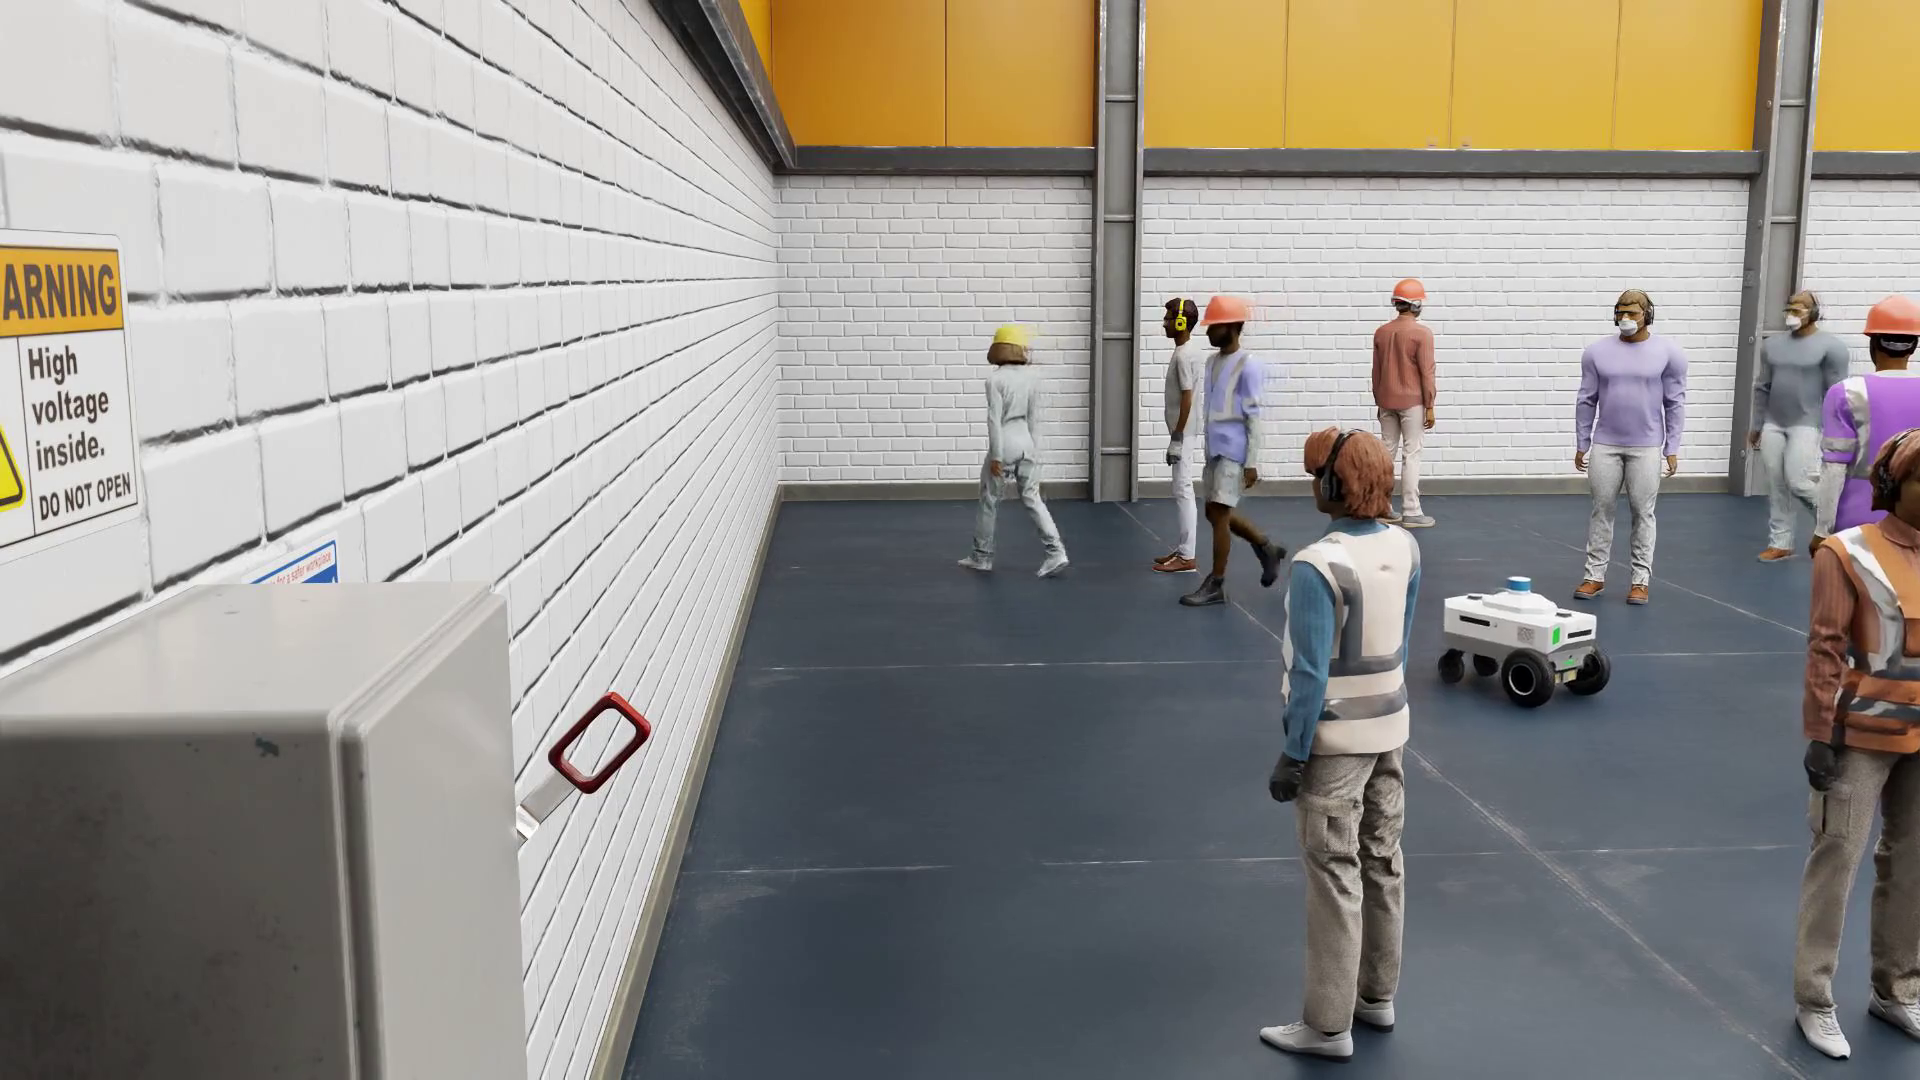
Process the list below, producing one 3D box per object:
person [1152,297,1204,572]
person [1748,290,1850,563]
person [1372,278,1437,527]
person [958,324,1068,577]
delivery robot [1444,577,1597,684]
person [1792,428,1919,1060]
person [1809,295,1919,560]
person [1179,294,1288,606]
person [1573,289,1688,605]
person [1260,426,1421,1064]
[{"bbox_3d":[1.493,-0.711,11.365,0.328,1.870,0.512,2,9,11],"label":"person"},{"bbox_3d":[5.894,-0.790,11.684,0.531,1.922,0.634,-4,10,-26],"label":"person"},{"bbox_3d":[3.584,-1.100,13.403,0.375,1.997,0.611,-6,11,-34],"label":"person"},{"bbox_3d":[0.388,-0.604,11.242,0.494,1.698,0.887,-9,12,-43],"label":"person"},{"bbox_3d":[2.700,0.423,8.061,0.477,0.478,0.707,-6,11,-33],"label":"delivery robot"},{"bbox_3d":[2.425,0.530,4.324,0.524,1.645,0.309,-2,9,-10],"label":"person"},{"bbox_3d":[3.969,-0.082,7.198,0.552,1.935,0.369,1,9,7],"label":"person"},{"bbox_3d":[1.713,-0.552,10.241,0.747,1.918,0.550,-4,10,-22],"label":"person"},{"bbox_3d":[4.116,-0.571,10.264,0.634,1.937,0.355,6,11,34],"label":"person"},{"bbox_3d":[0.994,0.526,4.305,0.310,1.642,0.514,9,13,44],"label":"person"}]
